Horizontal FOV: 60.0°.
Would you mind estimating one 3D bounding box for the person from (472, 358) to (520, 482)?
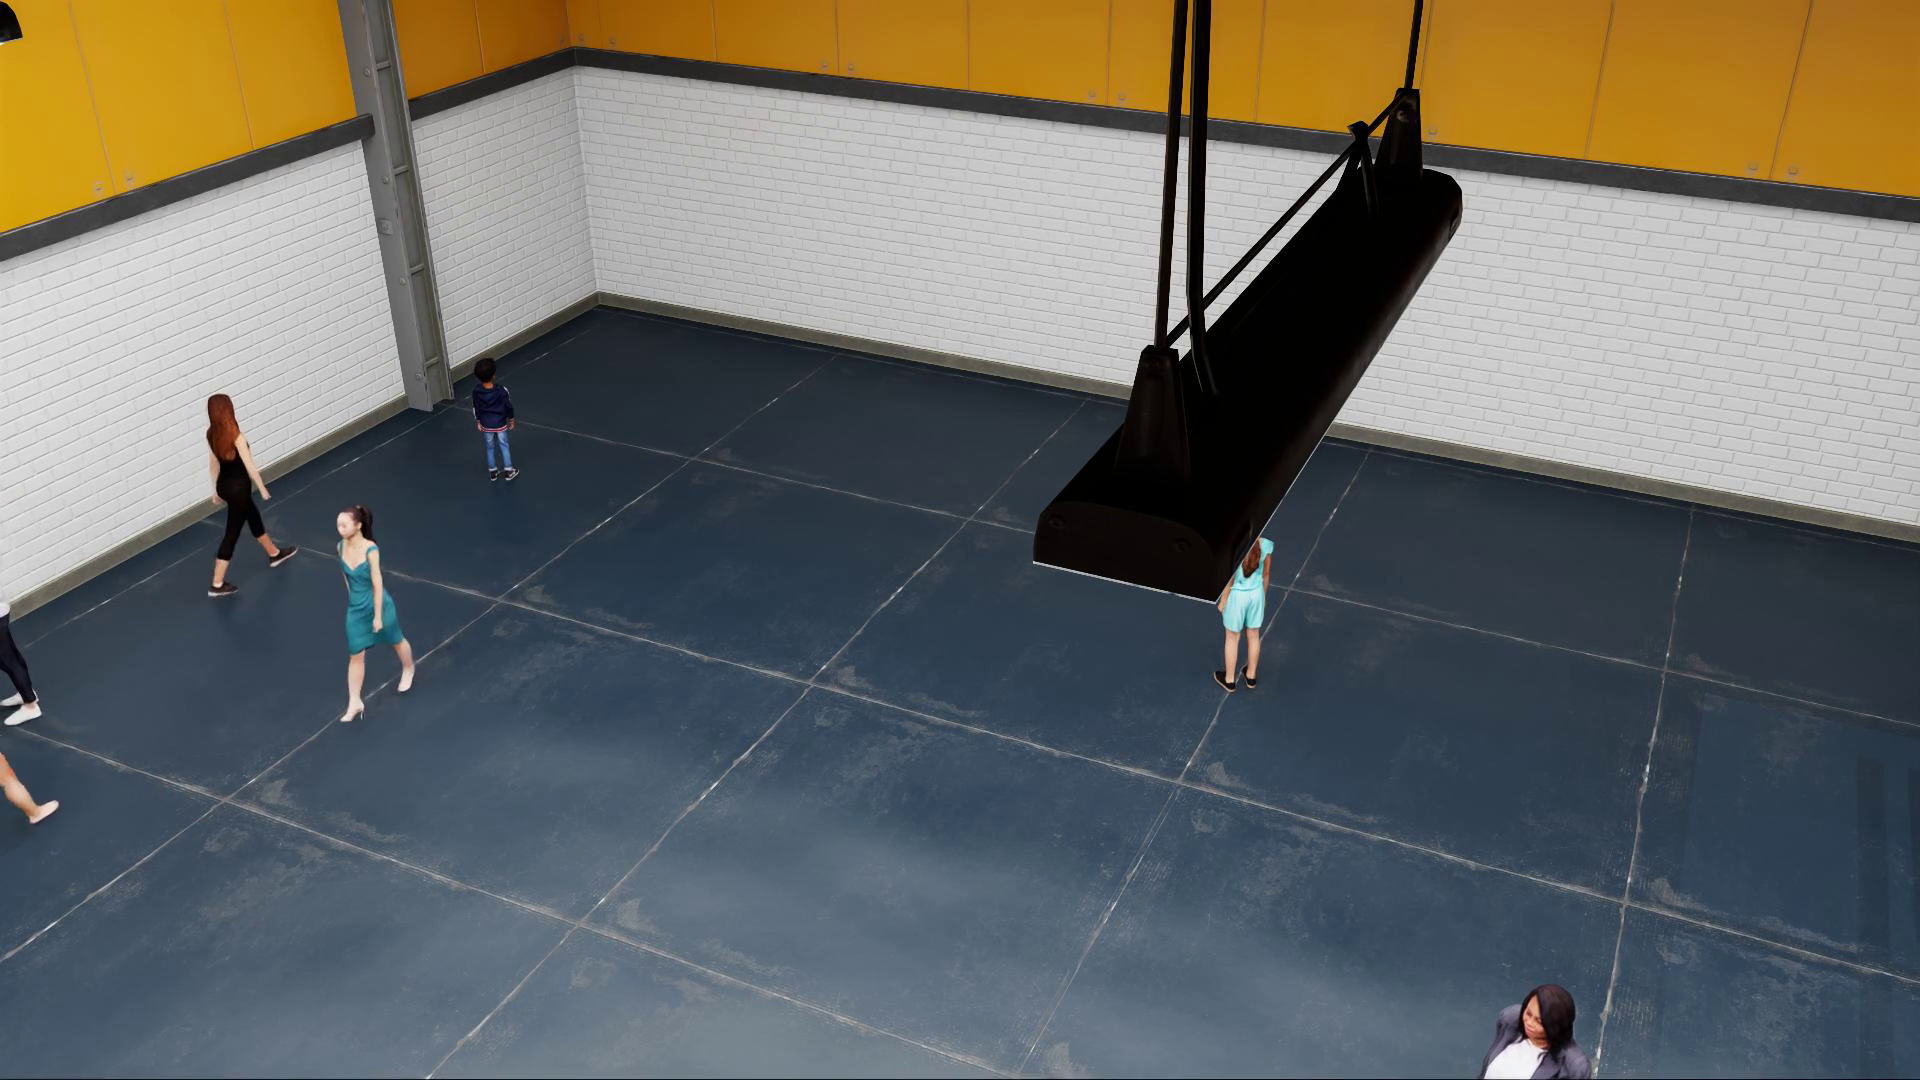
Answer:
[{"bbox_3d":[-4.413,-1.141,15.716,0.586,1.221,0.594,-1,29,-1],"label":"person"}]

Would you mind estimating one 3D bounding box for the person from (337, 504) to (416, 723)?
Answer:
[{"bbox_3d":[-4.284,0.491,12.284,0.612,1.642,1.016,10,30,18],"label":"person"}]

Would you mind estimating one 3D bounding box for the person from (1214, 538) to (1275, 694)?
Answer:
[{"bbox_3d":[2.137,0.427,12.490,0.649,1.558,0.699,-7,29,-12],"label":"person"}]

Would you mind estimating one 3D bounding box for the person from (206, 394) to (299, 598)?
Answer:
[{"bbox_3d":[-6.066,-0.338,13.764,0.669,1.680,1.188,16,32,27],"label":"person"}]

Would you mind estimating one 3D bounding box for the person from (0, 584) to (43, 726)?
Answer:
[{"bbox_3d":[-7.047,0.550,12.115,0.730,1.700,0.706,-15,32,-26],"label":"person"}]

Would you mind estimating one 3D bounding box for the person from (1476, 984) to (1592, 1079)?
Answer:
[{"bbox_3d":[2.723,2.800,8.099,0.801,1.598,0.778,-21,35,-34],"label":"person"}]
